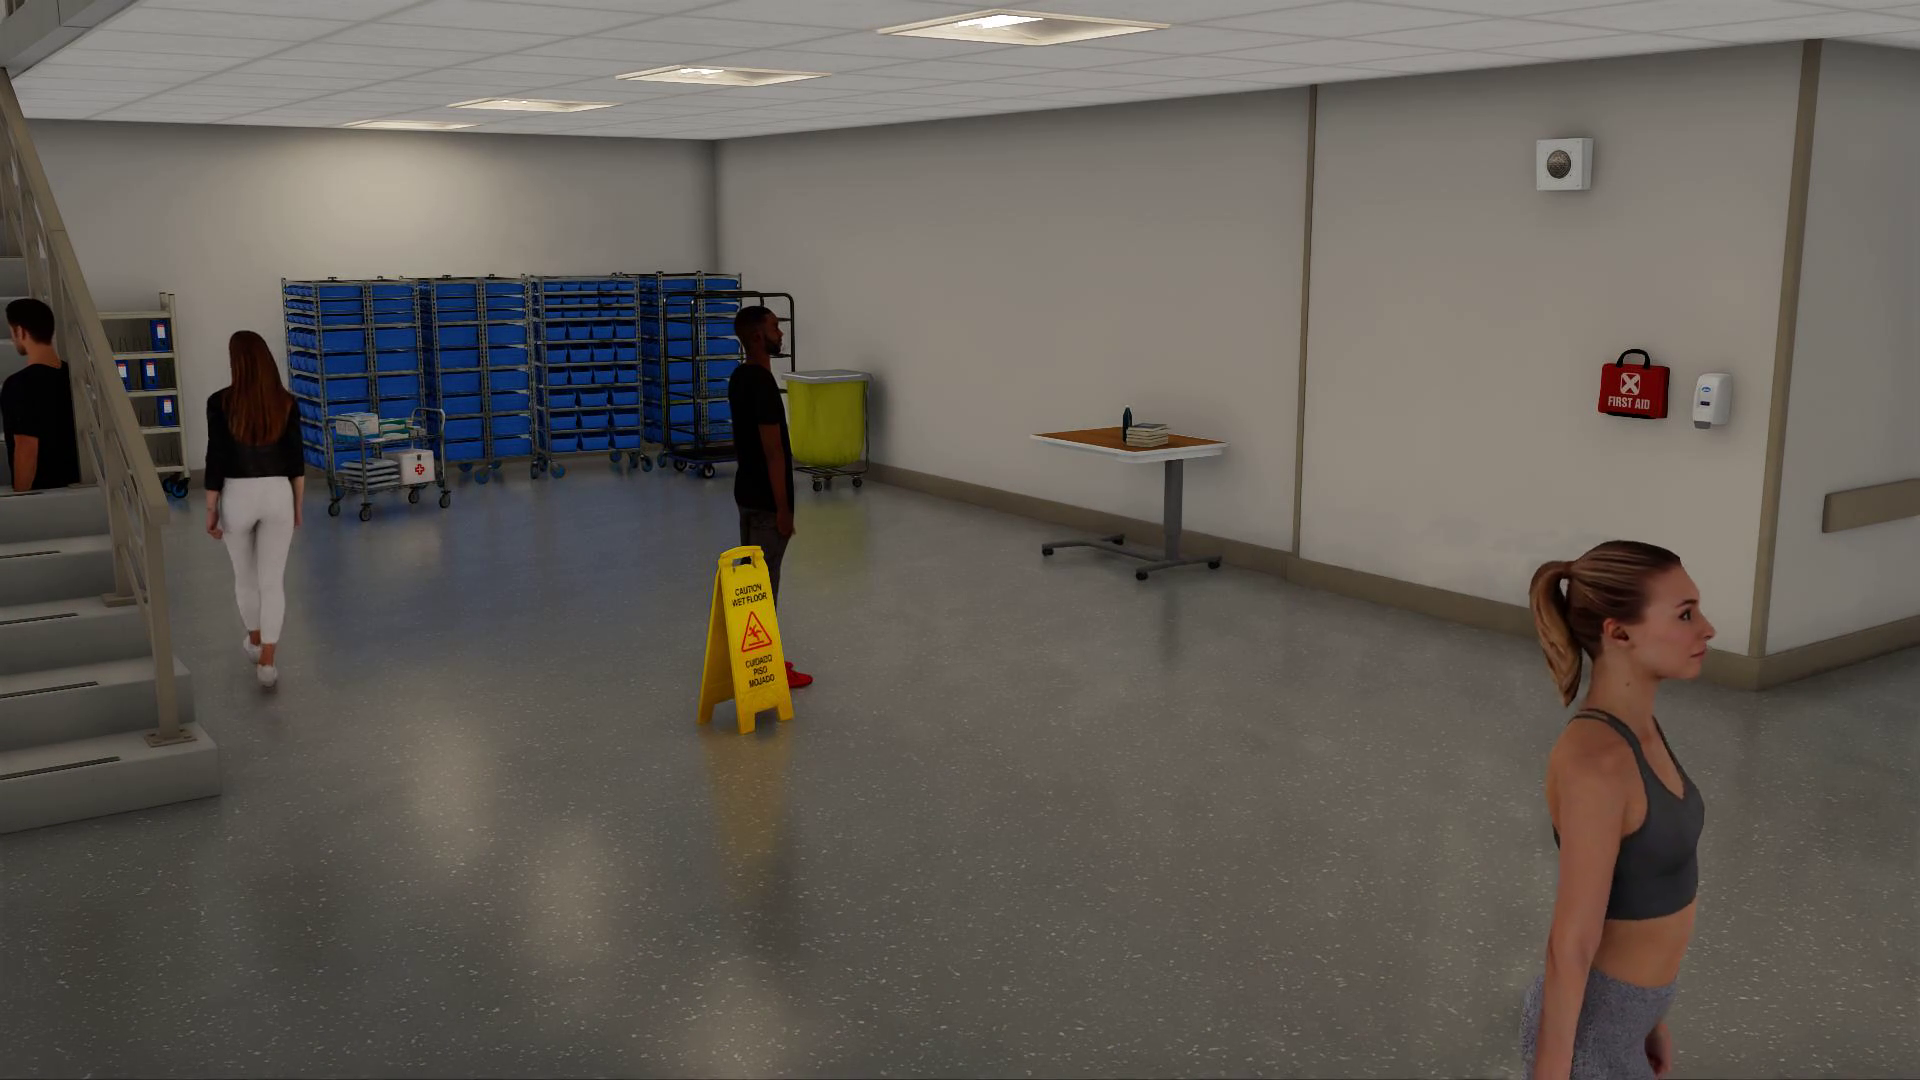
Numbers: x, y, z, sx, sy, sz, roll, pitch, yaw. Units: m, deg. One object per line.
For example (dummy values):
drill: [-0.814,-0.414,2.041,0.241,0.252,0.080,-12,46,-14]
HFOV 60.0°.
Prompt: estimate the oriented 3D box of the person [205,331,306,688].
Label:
person: [-3.310,-0.123,7.854,0.745,1.665,1.037,-5,12,-24]

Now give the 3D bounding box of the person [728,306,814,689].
person: [-0.950,-0.208,7.927,0.734,1.806,0.533,-5,12,-24]

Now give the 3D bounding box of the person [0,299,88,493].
person: [-4.182,-0.188,7.703,0.765,1.850,0.694,1,11,7]

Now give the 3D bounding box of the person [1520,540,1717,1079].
person: [0.968,0.841,2.779,1.205,1.664,0.947,5,12,26]
